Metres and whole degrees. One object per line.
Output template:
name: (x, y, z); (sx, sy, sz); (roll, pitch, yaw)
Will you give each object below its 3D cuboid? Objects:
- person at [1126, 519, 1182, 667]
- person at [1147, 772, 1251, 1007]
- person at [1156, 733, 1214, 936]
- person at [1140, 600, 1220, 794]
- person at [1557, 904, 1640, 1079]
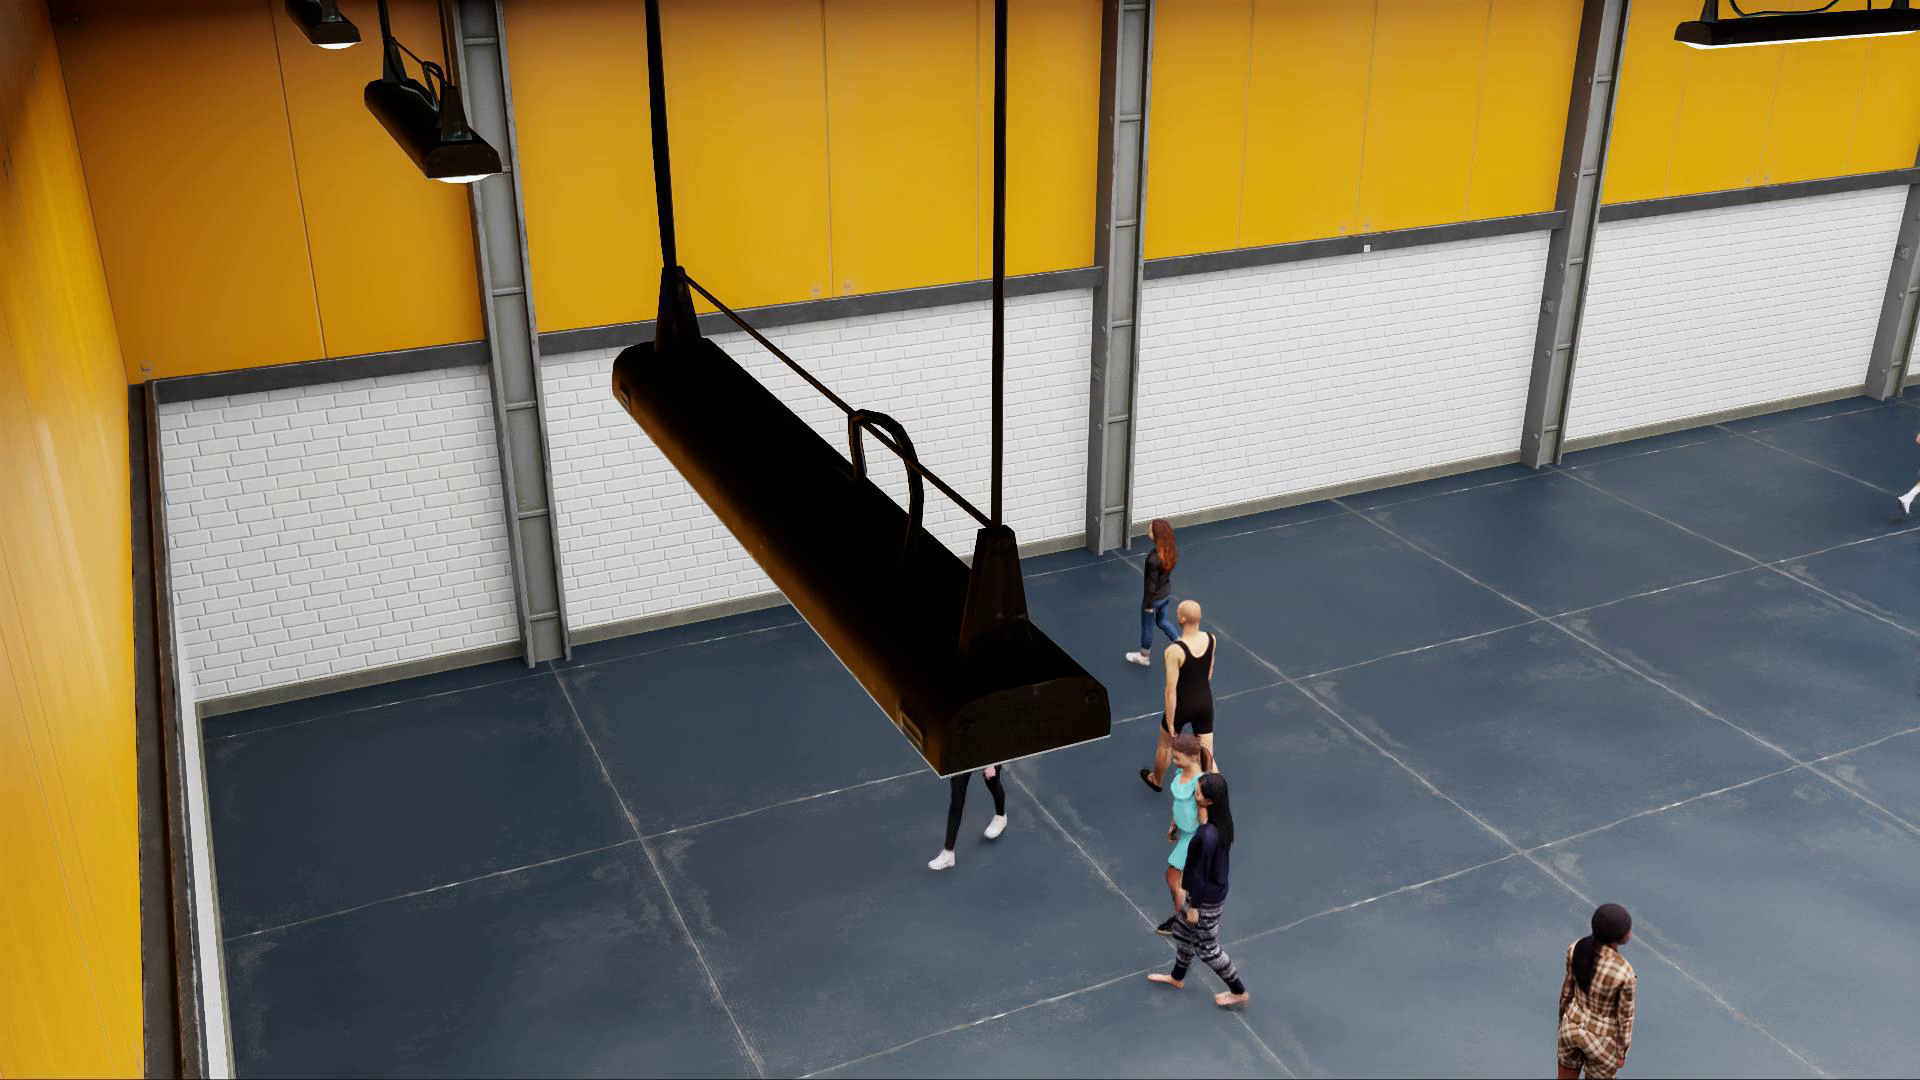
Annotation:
person: (1.841, 0.500, 15.012); (0.869, 1.473, 0.882); (15, 28, 31)
person: (1.645, 2.265, 10.671); (1.020, 1.714, 0.961); (8, 25, 18)
person: (1.687, 2.024, 11.454); (0.761, 1.530, 0.684); (-4, 24, -8)
person: (1.821, 1.345, 12.706); (1.072, 1.771, 0.712); (-12, 26, -25)
person: (3.529, 2.812, 9.324); (0.594, 1.792, 0.622); (-16, 28, -32)
